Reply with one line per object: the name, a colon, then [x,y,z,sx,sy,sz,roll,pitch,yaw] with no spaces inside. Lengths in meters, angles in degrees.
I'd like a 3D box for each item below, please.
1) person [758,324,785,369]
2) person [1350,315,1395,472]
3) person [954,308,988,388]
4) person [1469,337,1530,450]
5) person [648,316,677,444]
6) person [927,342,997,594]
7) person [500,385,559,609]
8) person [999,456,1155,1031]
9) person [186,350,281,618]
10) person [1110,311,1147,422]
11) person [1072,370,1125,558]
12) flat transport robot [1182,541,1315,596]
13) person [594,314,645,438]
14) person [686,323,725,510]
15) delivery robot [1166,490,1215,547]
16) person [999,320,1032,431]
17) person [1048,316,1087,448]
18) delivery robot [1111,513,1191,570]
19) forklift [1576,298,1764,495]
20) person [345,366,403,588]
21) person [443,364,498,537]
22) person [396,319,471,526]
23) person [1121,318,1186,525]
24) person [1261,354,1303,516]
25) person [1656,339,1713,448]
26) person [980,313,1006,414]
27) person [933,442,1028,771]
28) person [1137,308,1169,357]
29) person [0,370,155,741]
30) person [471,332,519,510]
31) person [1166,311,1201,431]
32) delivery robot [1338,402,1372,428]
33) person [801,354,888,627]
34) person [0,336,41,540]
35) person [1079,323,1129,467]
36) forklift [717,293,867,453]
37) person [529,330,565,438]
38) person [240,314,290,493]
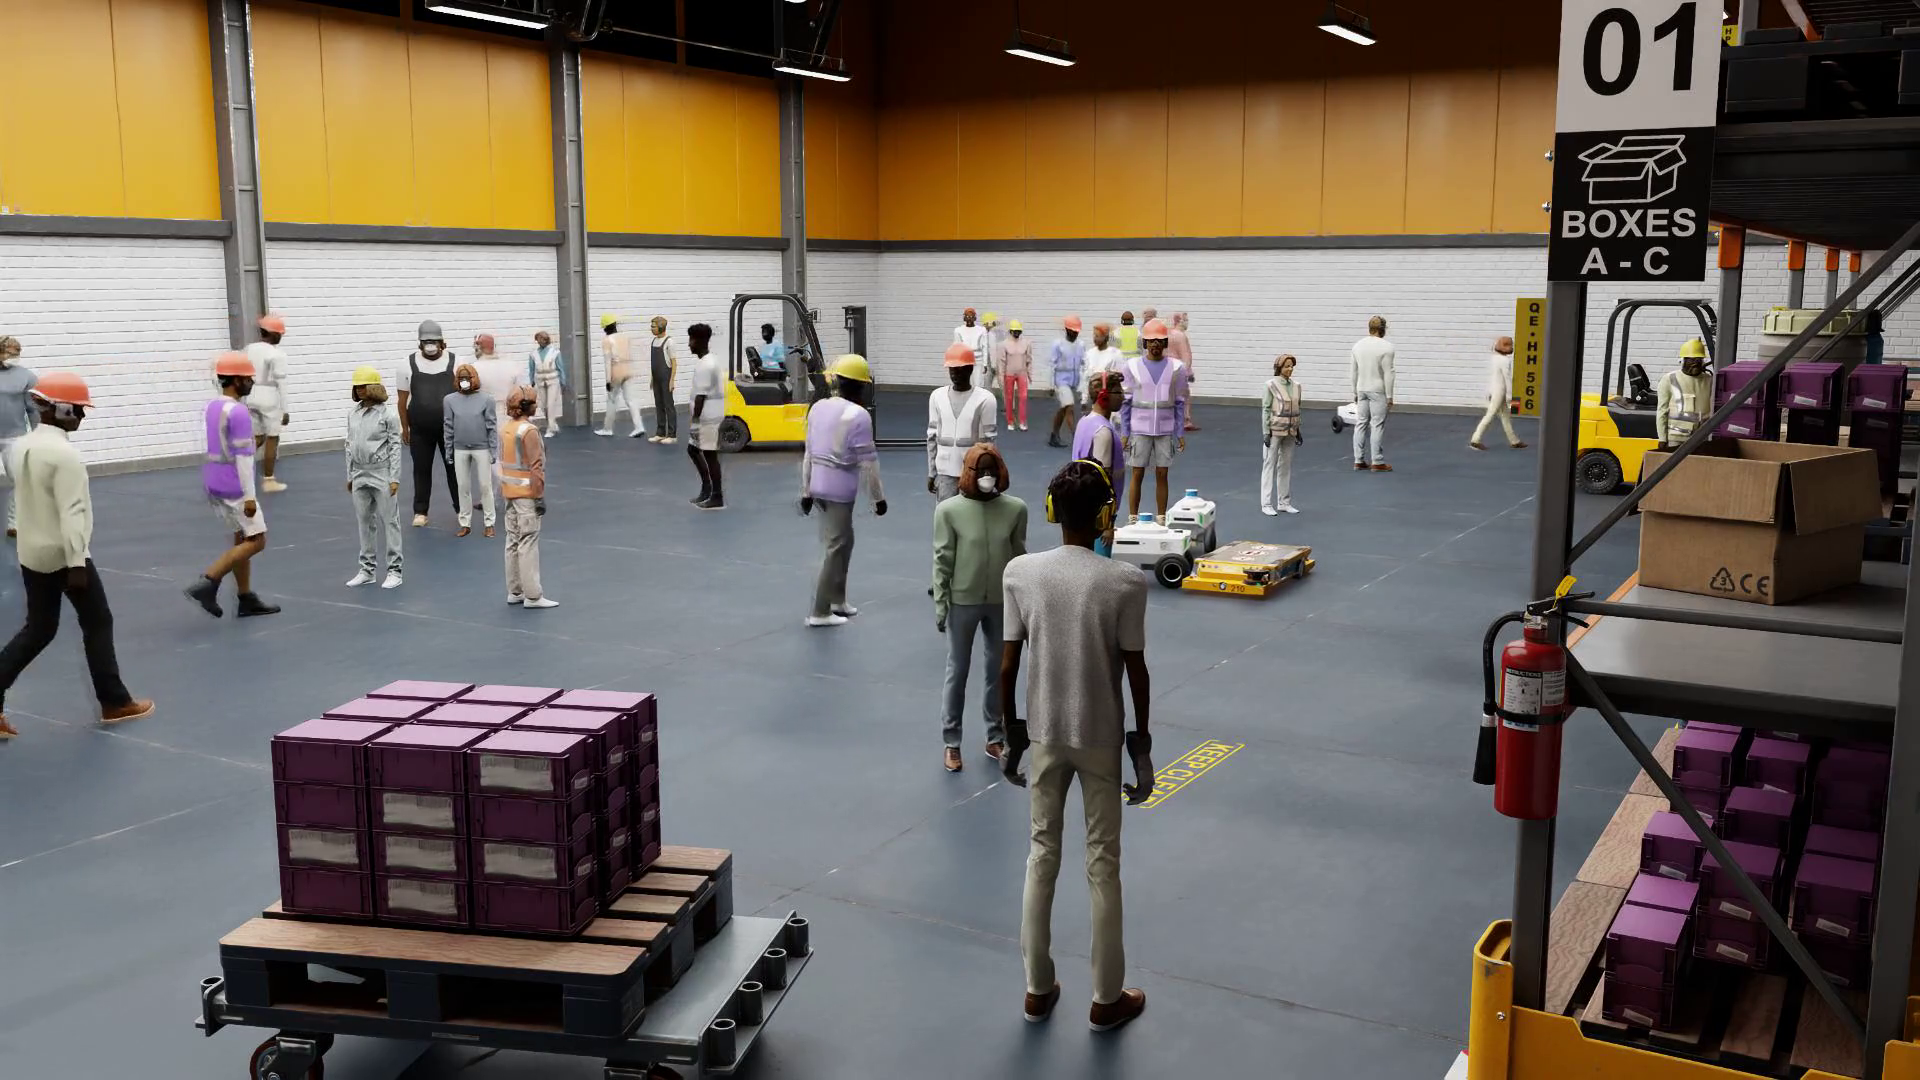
person: [-3.051,-2.587,26.363,0.857,1.646,0.550,-9,13,-44]
person: [5.128,-1.814,20.664,0.371,1.939,0.629,-7,11,-36]
person: [0.180,-3.004,28.297,0.575,1.876,0.343,0,9,2]
person: [7.512,-2.032,23.116,0.871,1.585,0.524,0,9,2]
person: [-4.293,-2.300,23.994,0.516,1.841,0.326,8,12,42]
person: [0.004,-0.532,12.659,0.542,1.939,0.369,3,9,16]
person: [-3.203,-0.315,12.229,0.314,1.642,0.515,-7,12,-39]
person: [0.380,0.662,5.427,0.533,1.868,0.310,4,10,21]
person: [-5.157,-0.369,11.710,0.585,1.920,0.553,-9,12,-43]
person: [2.766,-2.851,27.461,0.621,1.838,0.429,0,9,-3]
person: [0.865,-0.160,10.622,0.393,1.846,0.564,-1,9,-6]
flat transport robot: [2.317,0.208,13.229,0.652,0.197,1.431,5,10,27]
person: [-5.119,-2.453,24.950,0.975,1.865,0.601,6,11,34]
person: [-2.692,-1.271,17.230,0.536,1.947,0.644,0,9,-1]
delivery robot: [2.028,-0.200,14.602,0.477,0.478,0.707,3,10,17]
person: [0.879,-2.545,25.854,0.553,1.736,0.779,-1,9,-8]
person: [1.530,-2.173,23.141,0.569,1.875,1.027,-6,11,-32]
delivery robot: [1.466,0.029,13.172,0.707,0.478,0.477,2,9,11]
forklift: [7.954,-1.589,18.462,2.313,2.155,1.214,5,11,30]
person: [-4.594,-0.489,13.002,0.485,1.744,0.295,3,10,17]
person: [-4.551,-0.829,15.493,0.502,1.626,0.282,0,9,-1]
person: [-5.085,-1.141,16.140,0.700,2.000,0.536,-3,10,-17]
person: [1.783,-1.012,15.326,0.605,2.045,0.377,0,9,-2]
person: [3.280,-1.074,16.967,0.513,1.641,0.309,-6,11,-33]
person: [6.940,-0.996,15.882,0.590,1.833,0.404,-1,9,-9]
person: [0.542,-3.067,29.009,0.905,1.762,0.603,4,10,22]
person: [0.108,0.326,8.254,0.504,1.632,0.269,-3,10,-20]
person: [3.187,-2.938,27.866,0.657,1.885,0.644,1,9,9]
person: [-4.849,0.081,8.817,0.648,1.955,0.932,6,11,34]
person: [-4.740,-1.181,16.950,0.901,1.870,0.646,6,11,33]
person: [3.318,-2.614,25.850,0.858,1.879,0.631,0,9,-1]
delivery robot: [6.058,-1.921,25.342,0.477,0.478,0.707,-3,10,-17]
person: [-0.797,-0.340,11.593,0.688,1.892,0.602,-7,12,-38]
person: [-8.849,-0.911,15.202,0.845,1.893,0.357,-3,10,-21]
person: [1.773,-1.705,20.233,0.467,1.864,0.598,-7,12,-39]
forklift: [-2.458,-2.344,23.176,2.313,2.155,1.214,0,9,-2]
person: [-6.203,-2.360,25.084,0.535,1.612,0.640,1,9,9]
person: [-7.779,-1.510,18.566,0.668,2.015,0.638,4,10,24]
